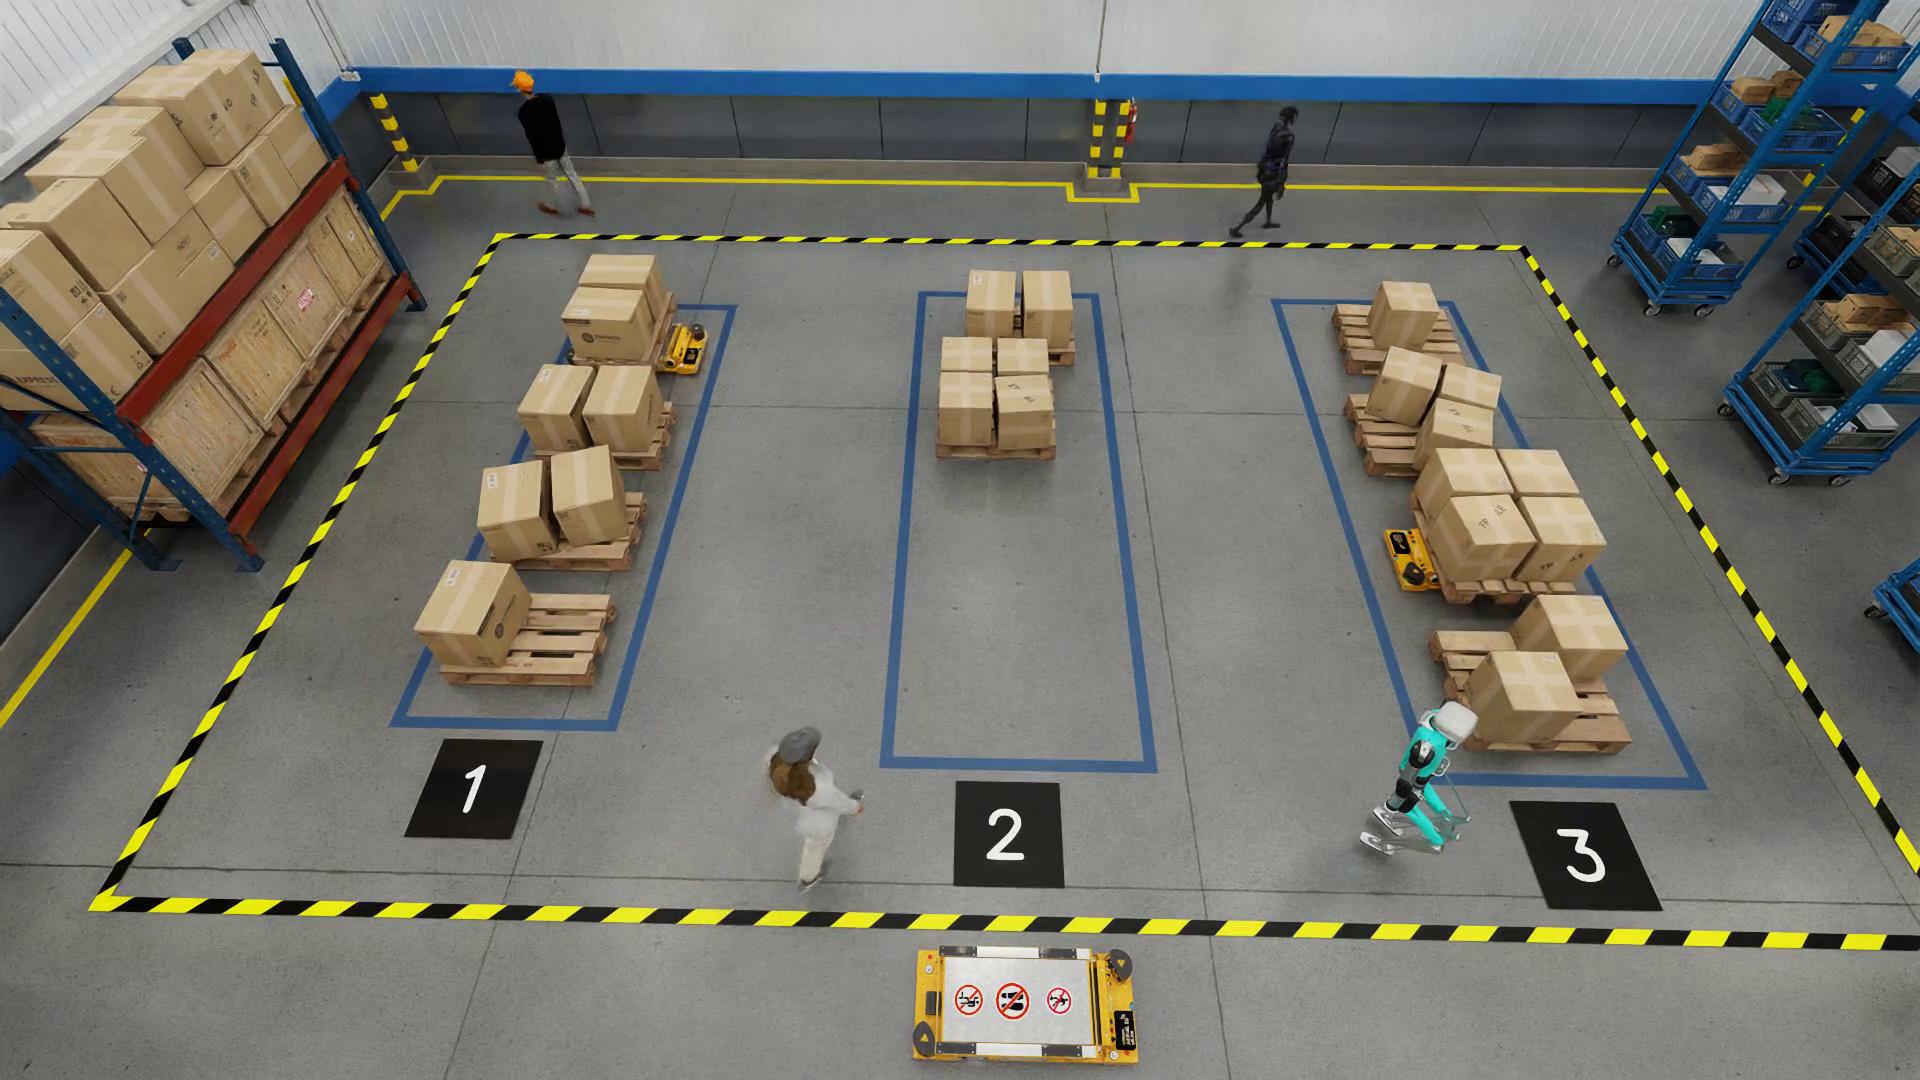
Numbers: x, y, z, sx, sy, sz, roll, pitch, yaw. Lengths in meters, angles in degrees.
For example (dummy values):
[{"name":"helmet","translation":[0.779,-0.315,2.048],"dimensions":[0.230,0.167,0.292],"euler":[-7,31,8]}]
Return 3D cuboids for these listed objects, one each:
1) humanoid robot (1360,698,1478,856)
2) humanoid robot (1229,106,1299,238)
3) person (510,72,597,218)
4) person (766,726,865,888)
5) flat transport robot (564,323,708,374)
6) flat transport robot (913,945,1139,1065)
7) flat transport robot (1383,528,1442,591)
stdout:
[{"name":"humanoid robot","translation":[3.163,1.697,6.070],"dimensions":[0.735,1.674,0.533],"euler":[36,59,26]},{"name":"humanoid robot","translation":[3.807,-4.523,11.295],"dimensions":[0.766,1.638,0.601],"euler":[-8,51,-7]},{"name":"person","translation":[-5.222,-4.923,11.492],"dimensions":[0.836,1.848,0.597],"euler":[21,54,16]},{"name":"person","translation":[-0.929,1.721,6.140],"dimensions":[0.565,1.729,0.793],"euler":[37,60,26]},{"name":"flat transport robot","translation":[-3.606,-2.150,10.220],"dimensions":[1.431,0.197,0.652],"euler":[1,51,1]},{"name":"flat transport robot","translation":[0.422,3.041,6.007],"dimensions":[1.431,0.231,0.659],"euler":[1,51,1]},{"name":"flat transport robot","translation":[4.689,0.155,8.342],"dimensions":[1.431,0.197,0.652],"euler":[1,51,1]}]
